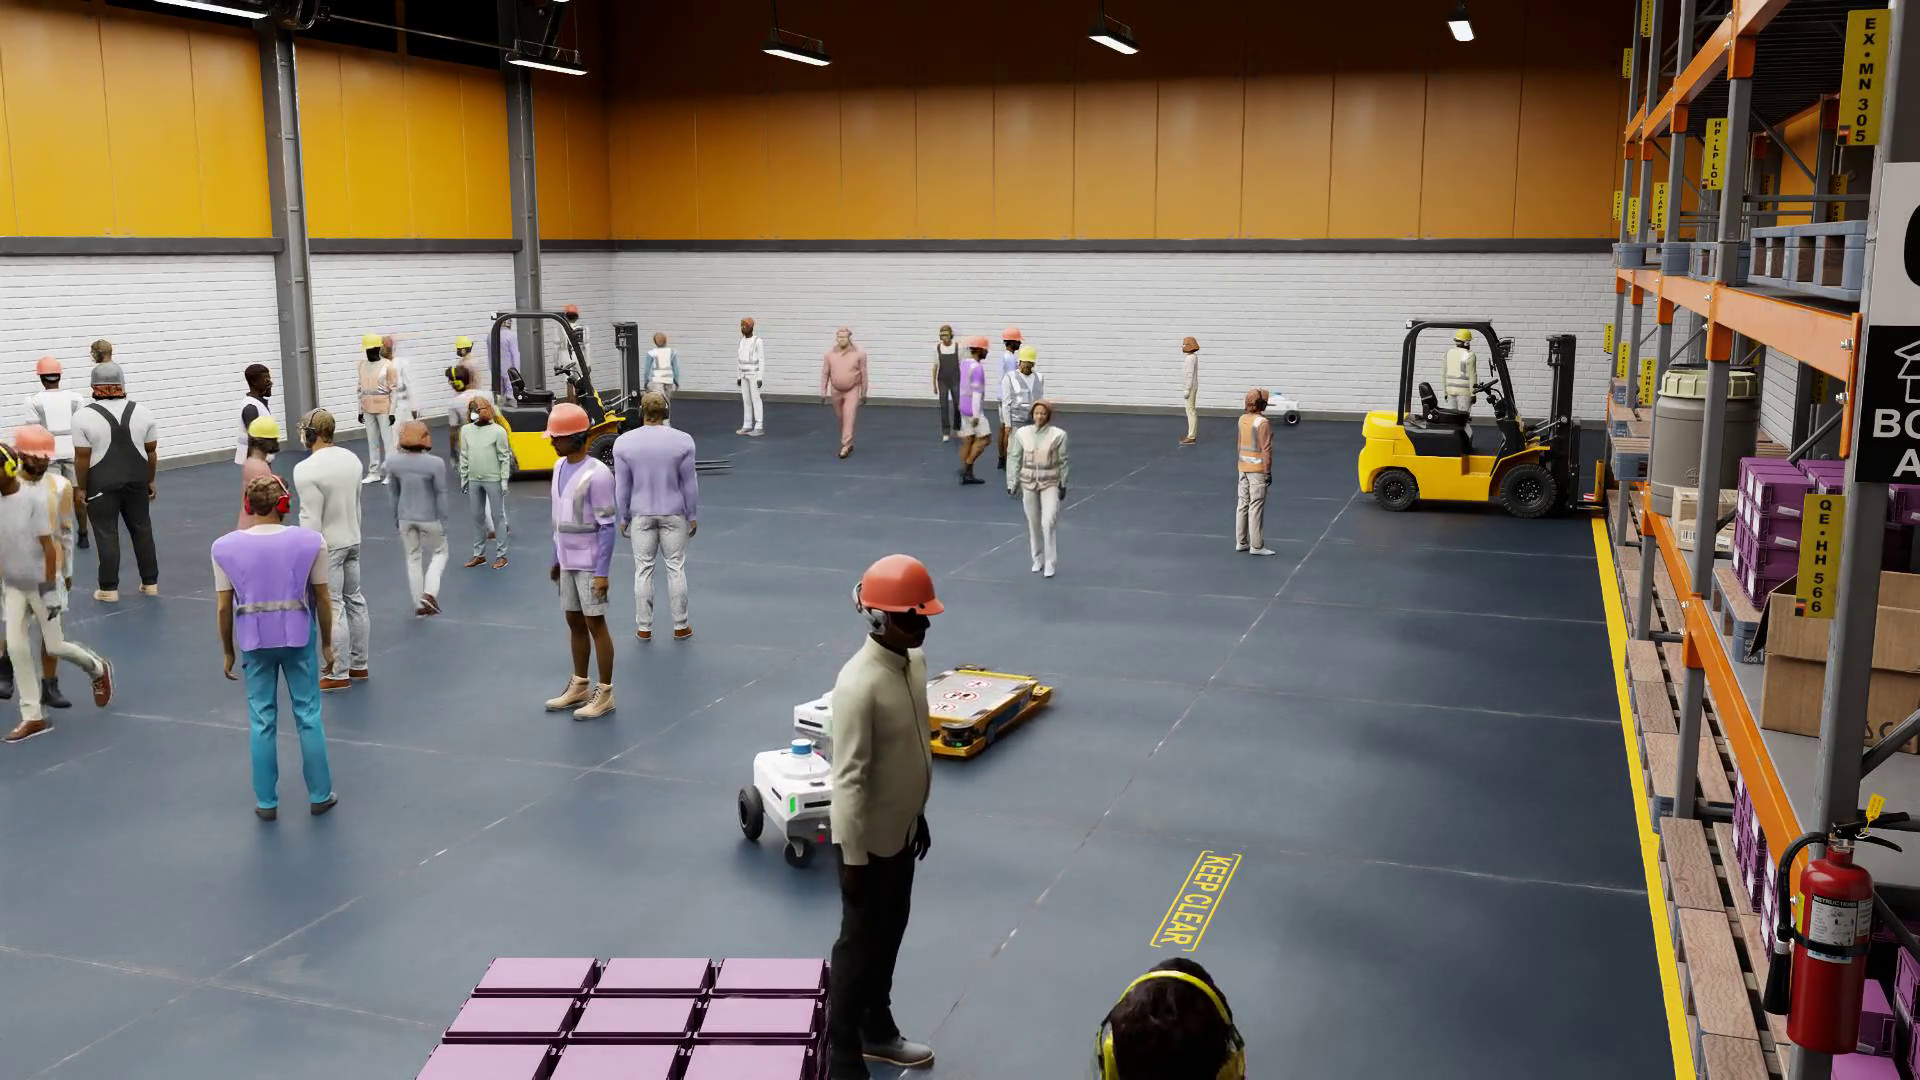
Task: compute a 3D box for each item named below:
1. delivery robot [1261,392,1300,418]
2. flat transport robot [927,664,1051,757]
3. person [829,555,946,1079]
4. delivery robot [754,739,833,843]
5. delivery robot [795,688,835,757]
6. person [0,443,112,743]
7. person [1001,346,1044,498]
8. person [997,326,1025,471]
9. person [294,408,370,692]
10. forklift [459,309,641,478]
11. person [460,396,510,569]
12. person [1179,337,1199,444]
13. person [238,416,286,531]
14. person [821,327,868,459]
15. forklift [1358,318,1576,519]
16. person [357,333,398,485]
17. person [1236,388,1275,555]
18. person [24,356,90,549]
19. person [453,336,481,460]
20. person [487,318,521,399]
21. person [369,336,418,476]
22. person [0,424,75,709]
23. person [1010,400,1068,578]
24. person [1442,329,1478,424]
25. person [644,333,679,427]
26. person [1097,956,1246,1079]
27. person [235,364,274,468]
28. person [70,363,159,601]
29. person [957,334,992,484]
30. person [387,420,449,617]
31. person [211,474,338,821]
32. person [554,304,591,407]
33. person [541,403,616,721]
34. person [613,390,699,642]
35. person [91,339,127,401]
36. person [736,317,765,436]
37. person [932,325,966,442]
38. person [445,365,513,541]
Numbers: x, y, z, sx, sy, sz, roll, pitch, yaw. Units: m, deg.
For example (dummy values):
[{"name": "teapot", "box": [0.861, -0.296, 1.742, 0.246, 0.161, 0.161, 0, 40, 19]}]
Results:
[{"name": "delivery robot", "box": [5.362, -2.260, 28.047, 0.707, 0.478, 0.477, 2, 9, 9]}, {"name": "flat transport robot", "box": [0.023, 1.052, 10.476, 0.652, 0.197, 1.431, 4, 11, 23]}, {"name": "person", "box": [-0.250, 1.022, 5.859, 0.429, 1.981, 0.634, 3, 11, 17]}, {"name": "delivery robot", "box": [-0.790, 1.243, 8.337, 0.477, 0.478, 0.707, -4, 11, -21]}, {"name": "delivery robot", "box": [-0.628, 1.014, 9.627, 0.477, 0.478, 0.707, 8, 13, 37]}, {"name": "person", "box": [-5.750, 0.285, 10.403, 0.554, 1.832, 0.777, 2, 10, 14]}, {"name": "person", "box": [0.783, -1.423, 20.046, 0.586, 1.825, 0.404, -6, 12, -29]}, {"name": "person", "box": [0.686, -1.901, 22.410, 0.362, 1.939, 0.542, -3, 10, -15]}, {"name": "person", "box": [-4.281, 0.071, 11.305, 0.379, 1.940, 0.629, 3, 10, 14]}, {"name": "forklift", "box": [-5.354, -1.902, 21.697, 2.313, 2.155, 1.214, -2, 10, -13]}, {"name": "person", "box": [-4.463, -0.542, 15.618, 0.507, 1.632, 0.264, 3, 11, 17]}, {"name": "person", "box": [3.512, -2.290, 25.464, 0.274, 1.632, 0.507, 2, 10, 13]}, {"name": "person", "box": [-5.267, -0.061, 12.600, 0.397, 1.748, 0.529, -5, 11, -28]}, {"name": "person", "box": [-1.669, -2.137, 23.994, 0.651, 1.861, 1.014, 2, 10, 11]}, {"name": "forklift", "box": [5.787, -1.437, 19.079, 2.313, 2.155, 1.214, 3, 11, 19]}, {"name": "person", "box": [-7.398, -1.662, 21.099, 0.587, 1.927, 0.365, 3, 11, 18]}, {"name": "person", "box": [2.889, -0.668, 16.313, 0.308, 1.641, 0.514, -4, 11, -22]}, {"name": "person", "box": [-8.946, -0.851, 16.503, 0.544, 1.939, 0.353, -9, 14, -42]}, {"name": "person", "box": [-6.904, -1.974, 23.319, 0.329, 1.765, 0.533, -9, 14, -42]}, {"name": "person", "box": [-7.573, -2.840, 27.794, 0.651, 1.906, 0.401, 6, 12, 30]}, {"name": "person", "box": [-7.491, -1.787, 22.104, 0.581, 1.844, 0.948, 5, 11, 27]}, {"name": "person", "box": [-6.083, 0.175, 10.874, 0.675, 1.898, 0.571, 8, 13, 38]}, {"name": "person", "box": [0.715, -0.473, 15.251, 0.512, 1.617, 0.679, 3, 10, 16]}, {"name": "person", "box": [7.278, -2.161, 24.172, 0.403, 1.834, 0.588, -7, 12, -33]}, {"name": "person", "box": [-4.892, -2.559, 27.044, 0.545, 1.595, 0.823, -7, 12, -34]}, {"name": "person", "box": [0.362, 1.606, 2.896, 0.562, 1.852, 0.527, 3, 10, 16]}, {"name": "person", "box": [-6.650, -0.709, 15.766, 0.398, 1.917, 0.590, -3, 10, -16]}, {"name": "person", "box": [-7.266, -0.506, 14.268, 0.536, 2.000, 0.688, 9, 13, 41]}, {"name": "person", "box": [0.199, -1.637, 20.987, 0.413, 1.923, 0.560, -4, 11, -21]}, {"name": "person", "box": [-4.389, -0.167, 13.526, 0.506, 1.621, 0.352, 1, 10, 5]}, {"name": "person", "box": [-3.599, 0.573, 8.762, 0.564, 1.837, 0.394, -3, 11, -18]}, {"name": "person", "box": [-6.811, -3.135, 29.231, 0.626, 1.996, 1.038, -3, 10, -15]}, {"name": "person", "box": [-2.449, 0.139, 10.653, 0.394, 2.037, 0.605, -10, 14, -43]}, {"name": "person", "box": [-2.311, -0.177, 12.707, 0.632, 1.940, 0.372, -1, 10, -7]}, {"name": "person", "box": [-9.944, -1.385, 19.512, 0.355, 1.936, 0.633, -3, 11, -18]}, {"name": "person", "box": [-3.347, -2.603, 26.517, 0.584, 1.883, 0.337, 10, 14, 43]}, {"name": "person", "box": [-0.162, -2.438, 25.812, 0.541, 1.817, 0.651, 0, 10, 2]}, {"name": "person", "box": [-4.956, -0.897, 17.097, 0.611, 1.814, 0.552, -9, 13, -40]}]
